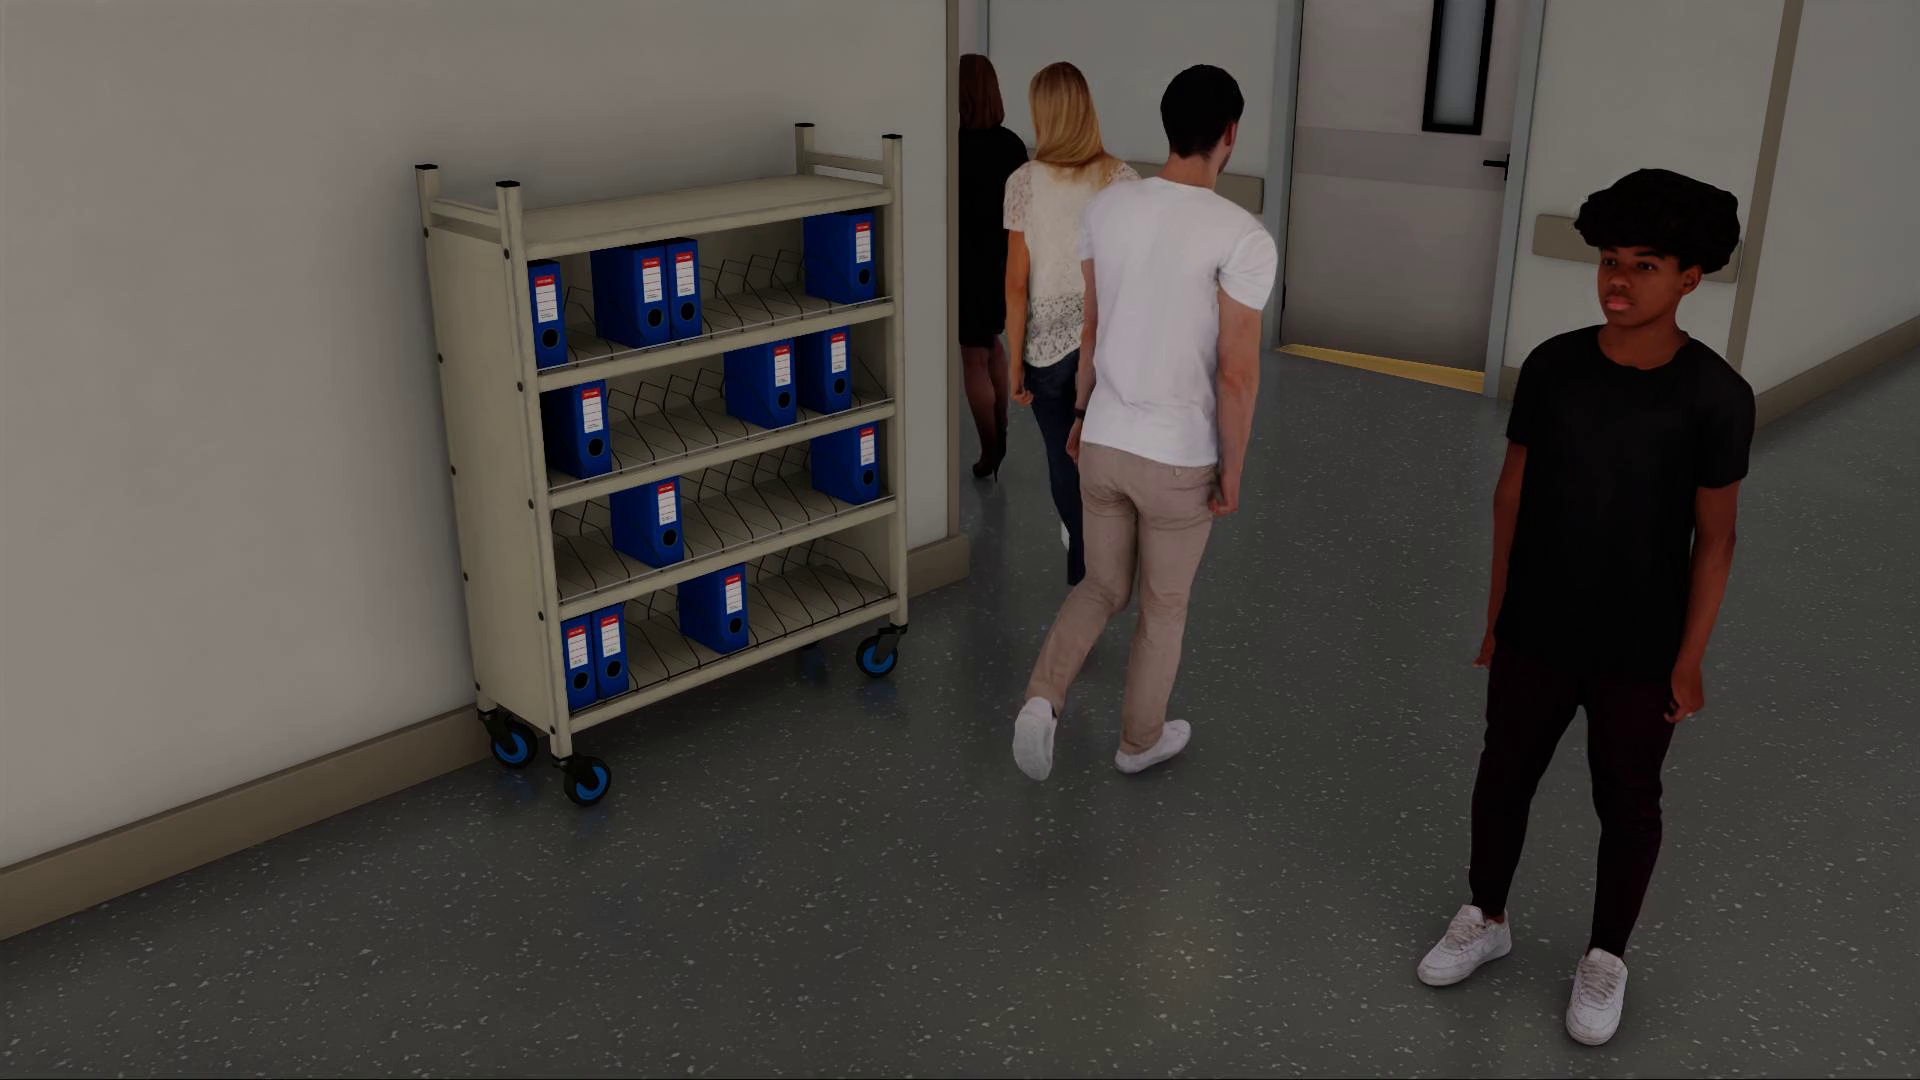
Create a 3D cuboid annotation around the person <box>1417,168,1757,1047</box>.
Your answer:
[{"bbox_3d":[1.283,0.145,3.350,0.637,1.784,0.575,16,26,37],"label":"person"}]

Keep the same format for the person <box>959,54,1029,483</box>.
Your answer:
[{"bbox_3d":[0.101,-1.030,6.582,0.636,1.691,0.736,-9,22,-22],"label":"person"}]

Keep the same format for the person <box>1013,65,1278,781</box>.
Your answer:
[{"bbox_3d":[0.430,-0.199,4.140,0.787,1.867,0.998,13,24,31],"label":"person"}]

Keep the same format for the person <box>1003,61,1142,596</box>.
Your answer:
[{"bbox_3d":[0.345,-0.495,5.074,1.101,1.758,1.226,4,21,10],"label":"person"}]
